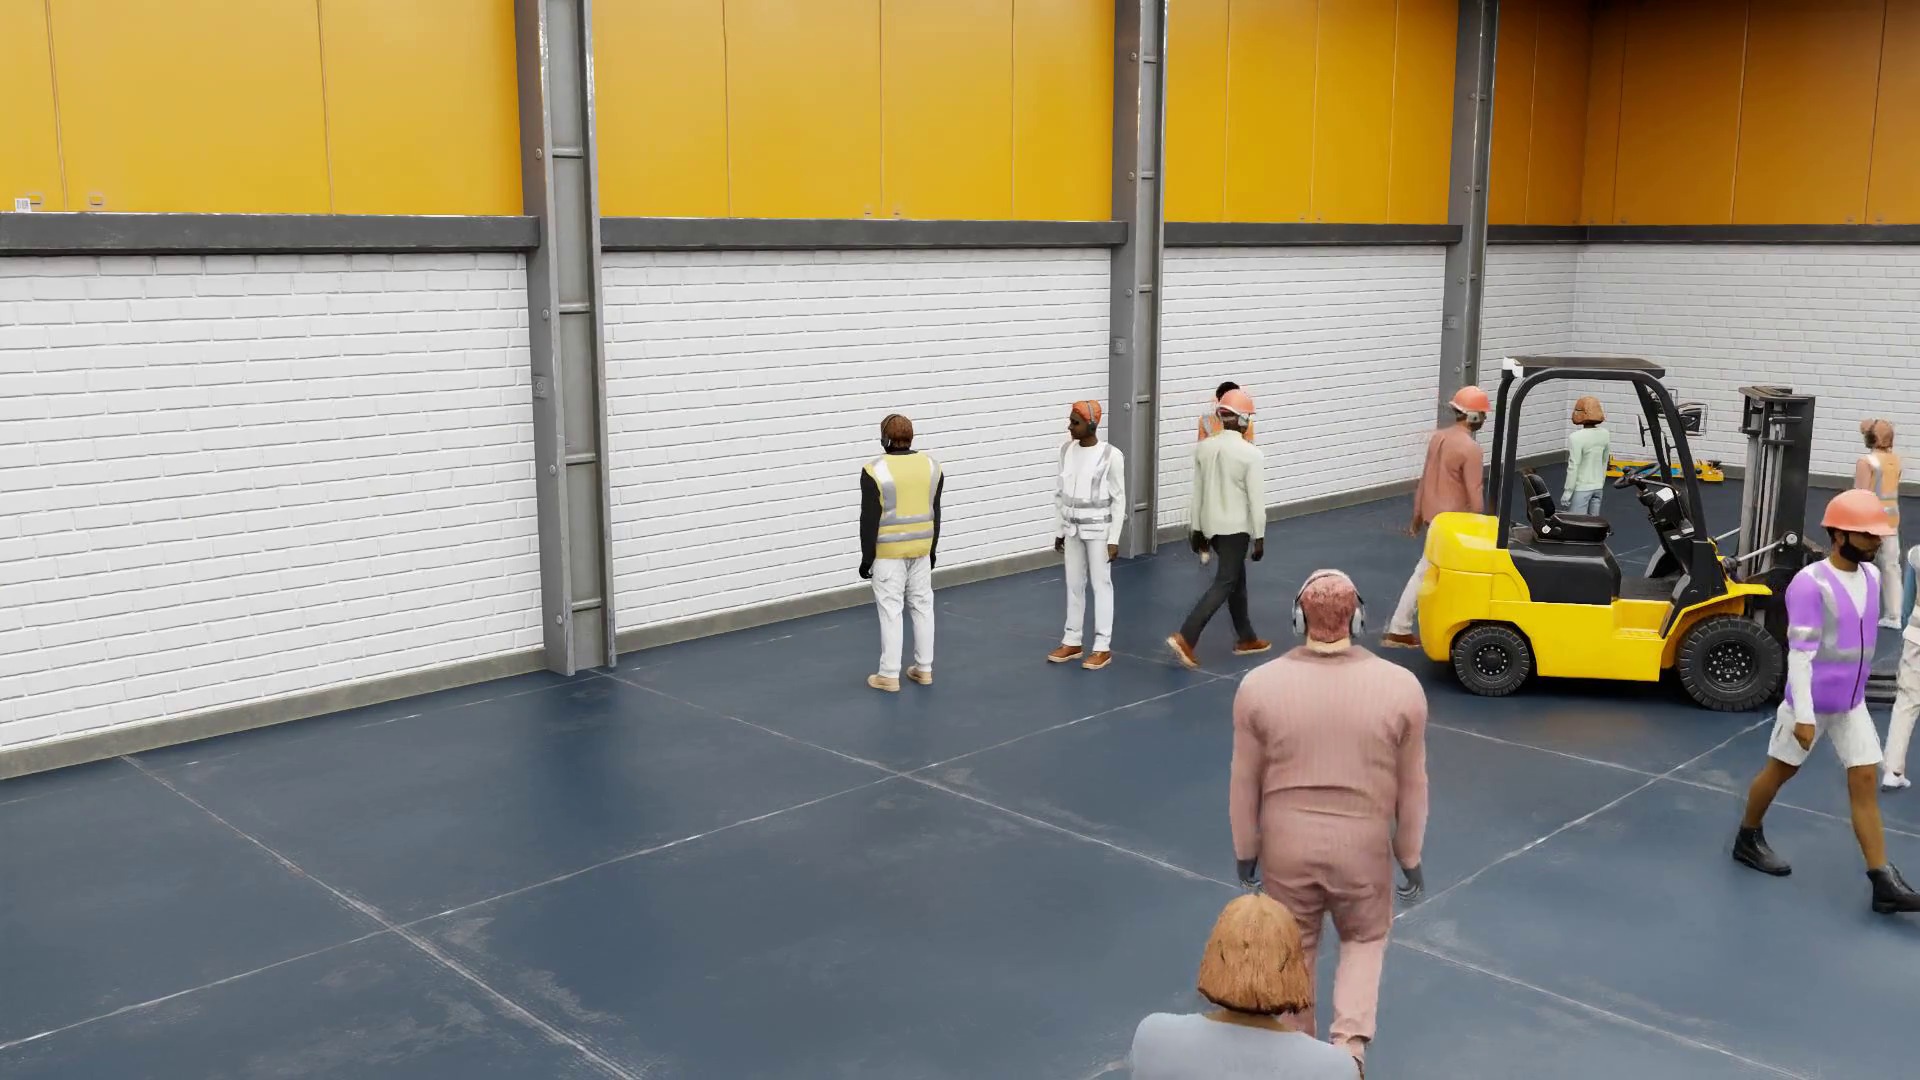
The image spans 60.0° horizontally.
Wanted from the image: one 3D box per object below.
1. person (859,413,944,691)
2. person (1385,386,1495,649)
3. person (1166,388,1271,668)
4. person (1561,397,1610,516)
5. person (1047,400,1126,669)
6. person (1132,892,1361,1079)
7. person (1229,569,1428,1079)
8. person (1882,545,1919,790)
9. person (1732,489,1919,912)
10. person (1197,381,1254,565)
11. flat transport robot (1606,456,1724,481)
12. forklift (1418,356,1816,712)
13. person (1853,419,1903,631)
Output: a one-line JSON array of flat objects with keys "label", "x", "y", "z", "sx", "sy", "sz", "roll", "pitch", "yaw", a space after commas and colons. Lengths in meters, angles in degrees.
[{"label": "person", "x": -0.410, "y": 0.082, "z": 11.043, "sx": 0.624, "sy": 1.845, "sz": 0.430, "roll": -7, "pitch": 13, "yaw": -34}, {"label": "person", "x": 3.608, "y": -0.158, "z": 12.107, "sx": 1.076, "sy": 1.920, "sz": 0.635, "roll": -2, "pitch": 11, "yaw": -9}, {"label": "person", "x": 1.841, "y": -0.087, "z": 11.688, "sx": 0.996, "sy": 1.953, "sz": 0.629, "roll": -7, "pitch": 13, "yaw": -34}, {"label": "person", "x": 5.375, "y": -0.417, "z": 14.331, "sx": 0.505, "sy": 1.633, "sz": 0.279, "roll": -7, "pitch": 12, "yaw": -33}, {"label": "person", "x": 0.888, "y": -0.042, "z": 11.609, "sx": 0.574, "sy": 1.881, "sz": 0.358, "roll": 10, "pitch": 14, "yaw": 43}, {"label": "person", "x": 0.627, "y": 1.543, "z": 3.743, "sx": 0.505, "sy": 1.597, "sz": 0.789, "roll": 2, "pitch": 11, "yaw": 13}, {"label": "person", "x": 1.242, "y": 1.041, "z": 5.663, "sx": 0.667, "sy": 1.891, "sz": 0.531, "roll": 3, "pitch": 11, "yaw": 14}, {"label": "person", "x": 5.375, "y": 0.568, "z": 9.075, "sx": 0.874, "sy": 1.587, "sz": 0.536, "roll": -7, "pitch": 12, "yaw": -33}, {"label": "person", "x": 3.963, "y": 0.705, "z": 7.518, "sx": 0.565, "sy": 1.883, "sz": 1.018, "roll": -4, "pitch": 11, "yaw": -23}, {"label": "person", "x": 2.418, "y": -0.600, "z": 15.184, "sx": 0.530, "sy": 1.690, "sz": 0.321, "roll": 3, "pitch": 11, "yaw": 18}, {"label": "flat transport robot", "x": 8.707, "y": -0.904, "z": 20.705, "sx": 1.431, "sy": 0.197, "sz": 0.652, "roll": 4, "pitch": 11, "yaw": 20}, {"label": "forklift", "x": 4.276, "y": -0.101, "z": 11.076, "sx": 2.313, "sy": 2.155, "sz": 1.214, "roll": 2, "pitch": 11, "yaw": 13}, {"label": "person", "x": 6.978, "y": -0.134, "z": 12.867, "sx": 0.552, "sy": 1.599, "sz": 0.828, "roll": -5, "pitch": 12, "yaw": -27}]
